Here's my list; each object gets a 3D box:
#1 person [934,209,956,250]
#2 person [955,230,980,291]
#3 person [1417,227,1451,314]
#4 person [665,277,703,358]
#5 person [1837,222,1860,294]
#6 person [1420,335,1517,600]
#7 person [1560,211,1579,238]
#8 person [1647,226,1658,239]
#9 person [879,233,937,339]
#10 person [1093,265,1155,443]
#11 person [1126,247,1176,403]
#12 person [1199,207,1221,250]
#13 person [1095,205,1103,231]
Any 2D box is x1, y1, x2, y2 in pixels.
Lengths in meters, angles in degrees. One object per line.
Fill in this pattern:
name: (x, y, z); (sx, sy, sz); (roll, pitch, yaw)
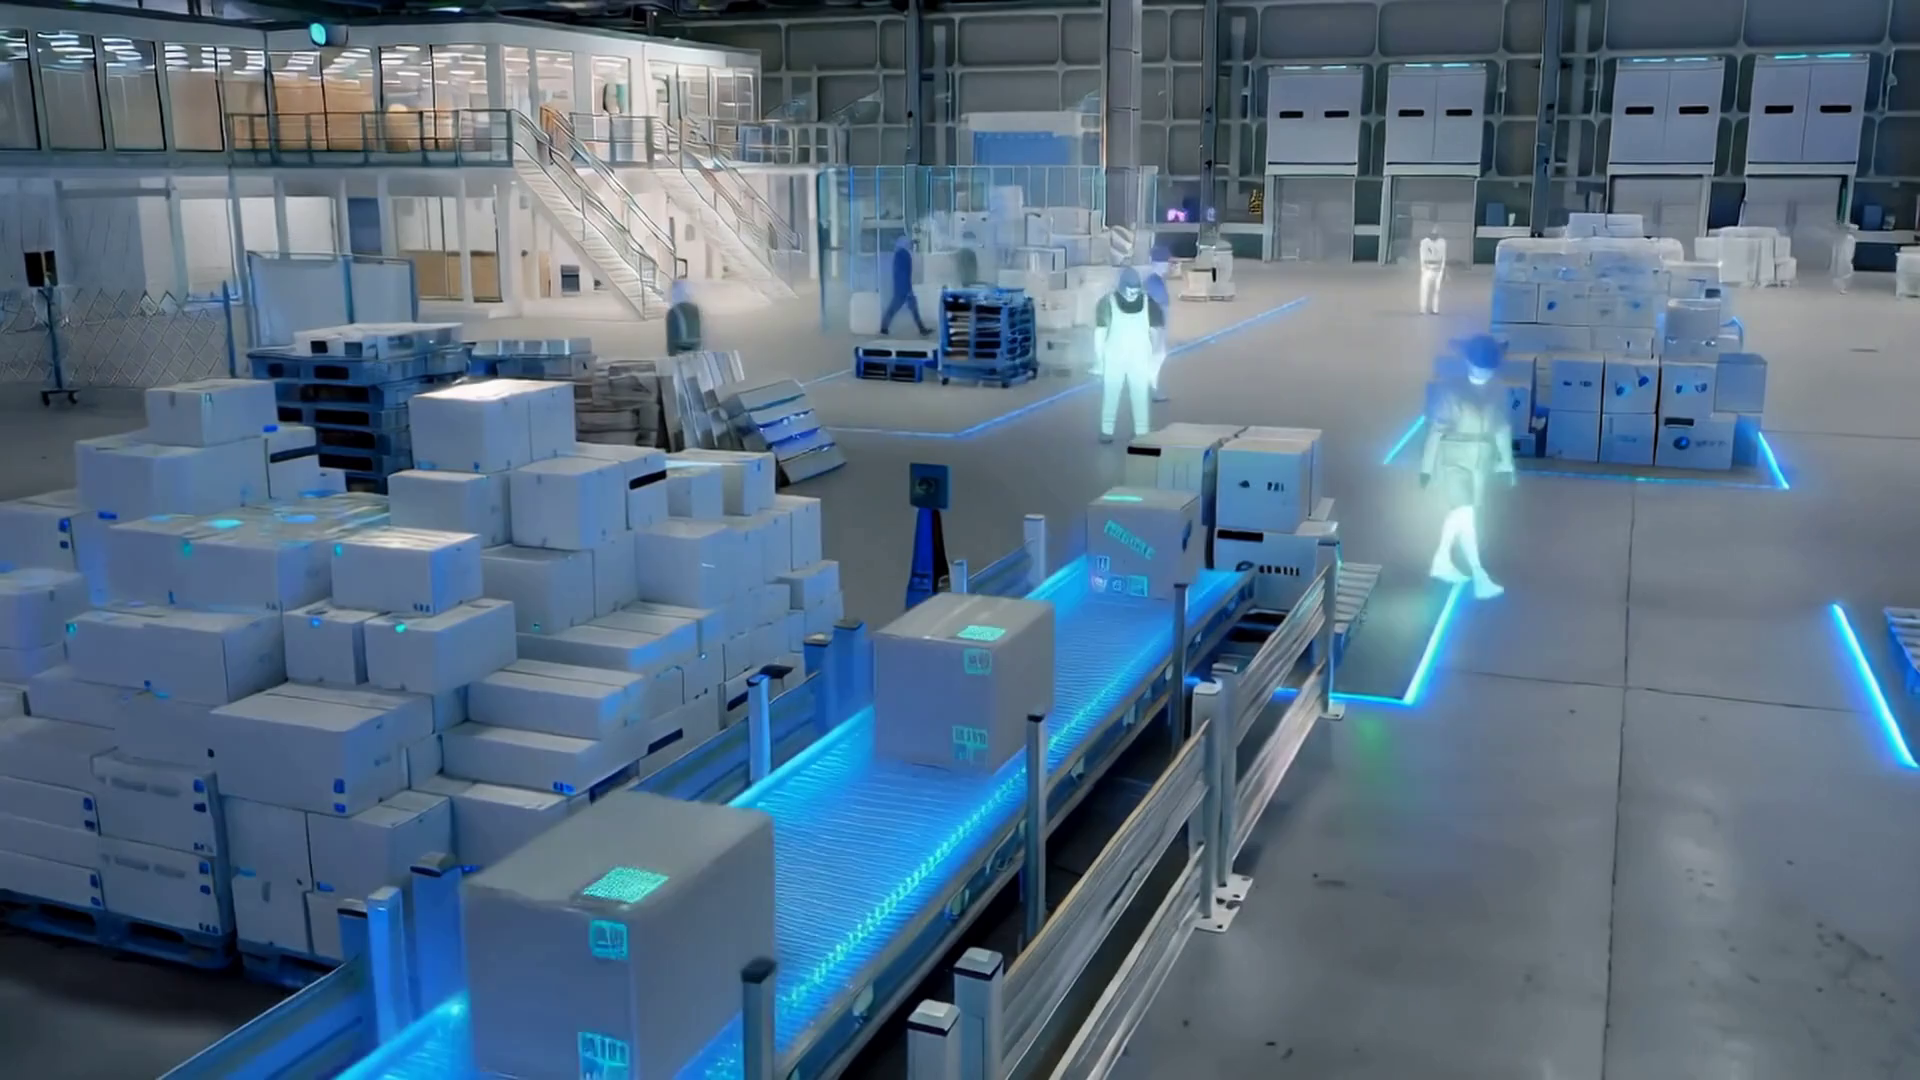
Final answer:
person: (-0.387, -8.271, 46.458); (0.680, 1.923, 0.413); (-3, 13, -13)
person: (0.253, -4.753, 30.708); (0.823, 1.896, 0.611); (-5, 13, -20)
person: (9.967, -5.655, 34.945); (0.732, 1.826, 0.430); (-1, 13, -5)
person: (-2.967, -1.936, 18.177); (0.505, 1.871, 0.582); (8, 15, 32)
person: (21.589, -6.832, 40.366); (0.372, 1.750, 0.553); (5, 13, 21)
person: (3.669, -0.535, 11.862); (0.643, 1.861, 1.002); (-5, 14, -22)
person: (16.403, -7.885, 44.773); (0.627, 1.898, 0.472); (0, 13, -2)
person: (16.172, -6.501, 39.041); (0.318, 1.696, 0.538); (9, 15, 35)
person: (-0.974, -4.526, 29.736); (1.049, 1.884, 0.645); (-1, 13, -5)
person: (1.817, -2.046, 18.264); (0.700, 2.000, 0.827); (-2, 13, -9)
person: (2.514, -2.804, 21.702); (0.598, 2.031, 0.618); (6, 14, 23)
person: (6.814, -8.081, 45.440); (0.609, 1.993, 0.382); (9, 15, 35)
person: (4.350, -9.476, 51.866); (0.416, 1.915, 0.566); (-4, 13, -16)
